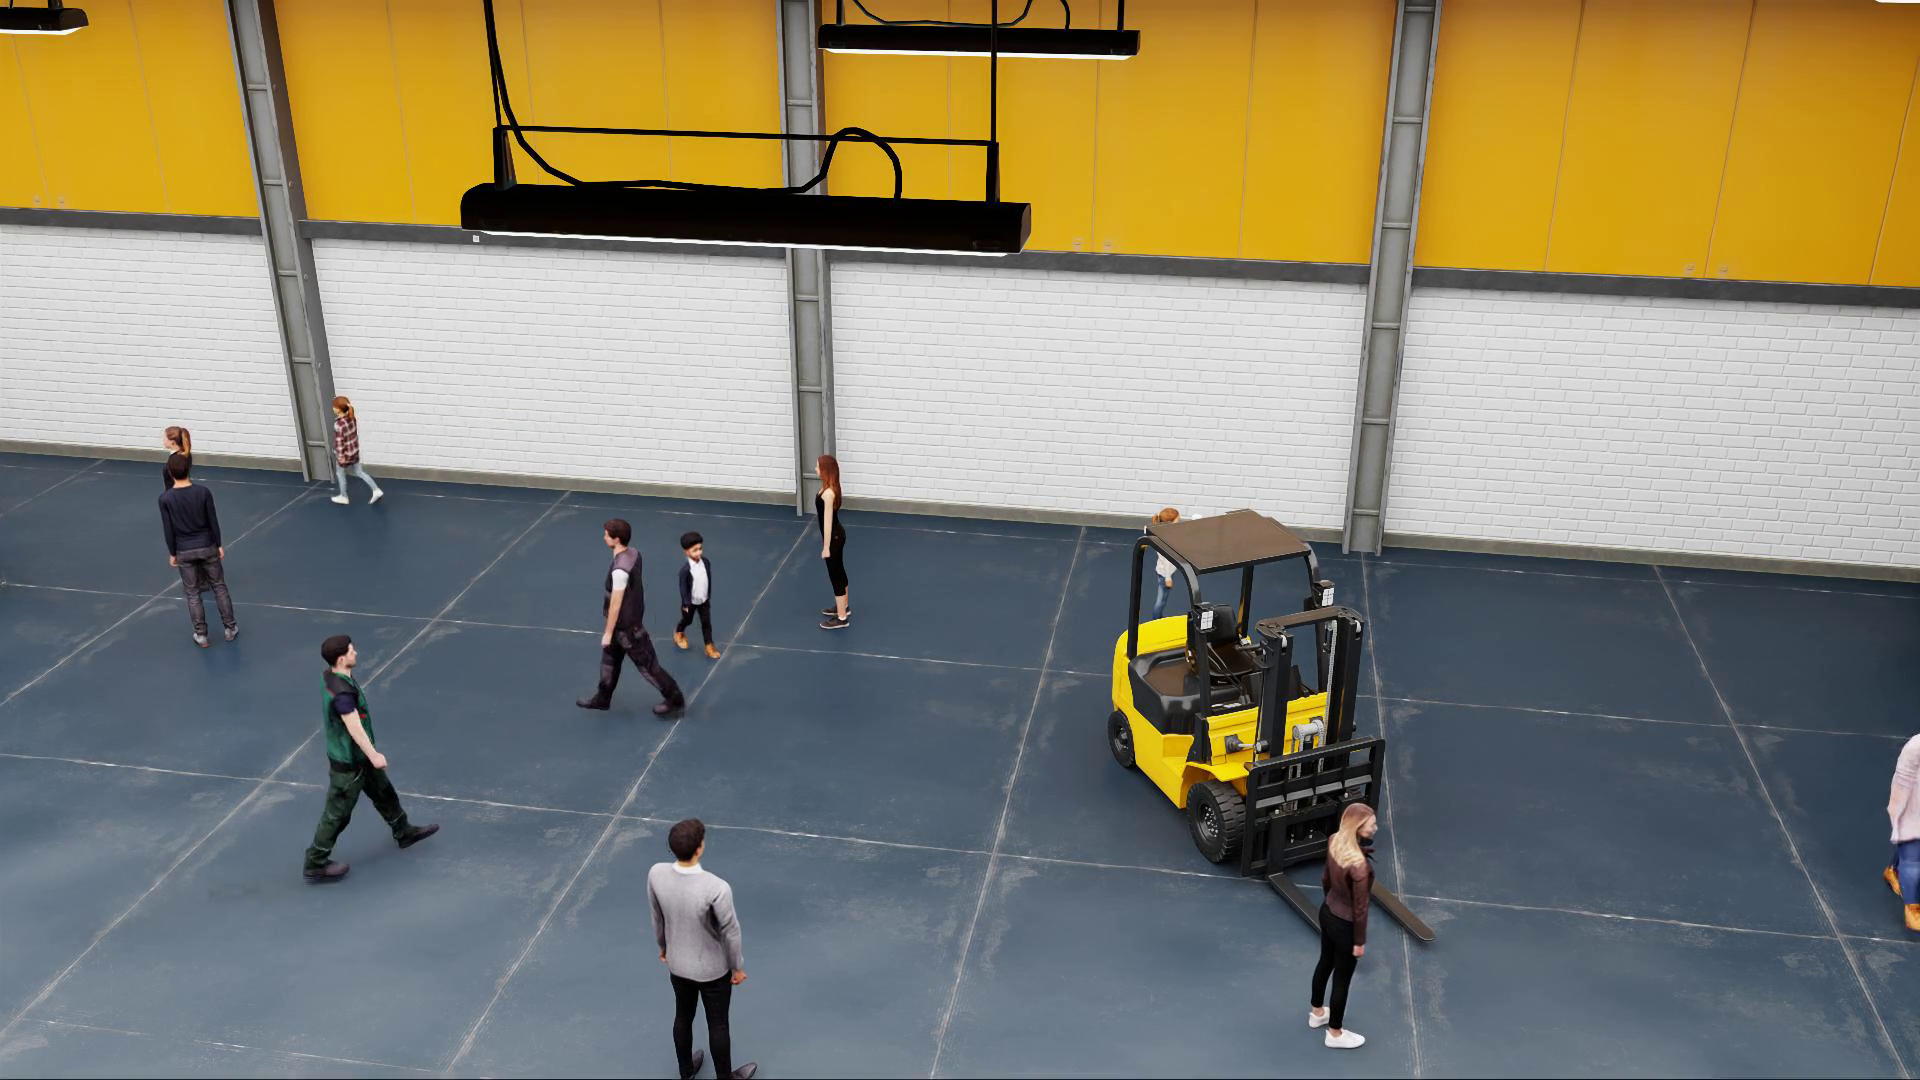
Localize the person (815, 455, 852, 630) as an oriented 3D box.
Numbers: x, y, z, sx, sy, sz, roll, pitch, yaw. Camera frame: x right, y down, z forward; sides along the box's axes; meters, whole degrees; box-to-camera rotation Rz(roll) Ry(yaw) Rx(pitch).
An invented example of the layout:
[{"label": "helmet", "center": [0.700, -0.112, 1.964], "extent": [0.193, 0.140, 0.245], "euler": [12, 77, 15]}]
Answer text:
[{"label": "person", "center": [-1.205, -0.005, 15.892], "extent": [0.569, 1.722, 0.599], "euler": [0, 24, 0]}]

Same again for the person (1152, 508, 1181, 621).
[{"label": "person", "center": [1.923, 0.311, 15.679], "extent": [0.492, 1.313, 0.471], "euler": [3, 24, 7]}]

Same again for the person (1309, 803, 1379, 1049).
[{"label": "person", "center": [2.386, 2.397, 10.421], "extent": [0.645, 1.703, 0.669], "euler": [-6, 24, -13]}]

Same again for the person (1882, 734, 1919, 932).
[{"label": "person", "center": [6.766, 1.831, 11.715], "extent": [1.055, 1.703, 0.898], "euler": [0, 24, 0]}]

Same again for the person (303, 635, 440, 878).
[{"label": "person", "center": [-4.502, 1.606, 12.038], "extent": [1.323, 1.857, 1.143], "euler": [-11, 26, -23]}]

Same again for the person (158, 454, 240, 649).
[{"label": "person", "center": [-7.104, 0.097, 15.475], "extent": [0.691, 1.869, 0.771], "euler": [-13, 27, -26]}]

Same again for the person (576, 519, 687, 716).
[{"label": "person", "center": [-2.733, 0.708, 14.159], "extent": [1.255, 1.804, 0.887], "euler": [-2, 24, -5]}]

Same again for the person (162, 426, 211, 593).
[{"label": "person", "center": [-7.721, -0.318, 16.598], "extent": [0.648, 1.729, 0.632], "euler": [-3, 24, -8]}]

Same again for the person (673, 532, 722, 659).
[{"label": "person", "center": [-2.491, 0.487, 15.402], "extent": [0.789, 1.213, 0.904], "euler": [-21, 31, -39]}]

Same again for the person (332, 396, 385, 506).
[{"label": "person", "center": [-6.815, -0.984, 18.675], "extent": [0.898, 1.287, 0.598], "euler": [7, 25, 16]}]

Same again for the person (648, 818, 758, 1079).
[{"label": "person", "center": [-1.568, 2.494, 9.922], "extent": [0.639, 1.923, 0.842], "euler": [9, 25, 19]}]
